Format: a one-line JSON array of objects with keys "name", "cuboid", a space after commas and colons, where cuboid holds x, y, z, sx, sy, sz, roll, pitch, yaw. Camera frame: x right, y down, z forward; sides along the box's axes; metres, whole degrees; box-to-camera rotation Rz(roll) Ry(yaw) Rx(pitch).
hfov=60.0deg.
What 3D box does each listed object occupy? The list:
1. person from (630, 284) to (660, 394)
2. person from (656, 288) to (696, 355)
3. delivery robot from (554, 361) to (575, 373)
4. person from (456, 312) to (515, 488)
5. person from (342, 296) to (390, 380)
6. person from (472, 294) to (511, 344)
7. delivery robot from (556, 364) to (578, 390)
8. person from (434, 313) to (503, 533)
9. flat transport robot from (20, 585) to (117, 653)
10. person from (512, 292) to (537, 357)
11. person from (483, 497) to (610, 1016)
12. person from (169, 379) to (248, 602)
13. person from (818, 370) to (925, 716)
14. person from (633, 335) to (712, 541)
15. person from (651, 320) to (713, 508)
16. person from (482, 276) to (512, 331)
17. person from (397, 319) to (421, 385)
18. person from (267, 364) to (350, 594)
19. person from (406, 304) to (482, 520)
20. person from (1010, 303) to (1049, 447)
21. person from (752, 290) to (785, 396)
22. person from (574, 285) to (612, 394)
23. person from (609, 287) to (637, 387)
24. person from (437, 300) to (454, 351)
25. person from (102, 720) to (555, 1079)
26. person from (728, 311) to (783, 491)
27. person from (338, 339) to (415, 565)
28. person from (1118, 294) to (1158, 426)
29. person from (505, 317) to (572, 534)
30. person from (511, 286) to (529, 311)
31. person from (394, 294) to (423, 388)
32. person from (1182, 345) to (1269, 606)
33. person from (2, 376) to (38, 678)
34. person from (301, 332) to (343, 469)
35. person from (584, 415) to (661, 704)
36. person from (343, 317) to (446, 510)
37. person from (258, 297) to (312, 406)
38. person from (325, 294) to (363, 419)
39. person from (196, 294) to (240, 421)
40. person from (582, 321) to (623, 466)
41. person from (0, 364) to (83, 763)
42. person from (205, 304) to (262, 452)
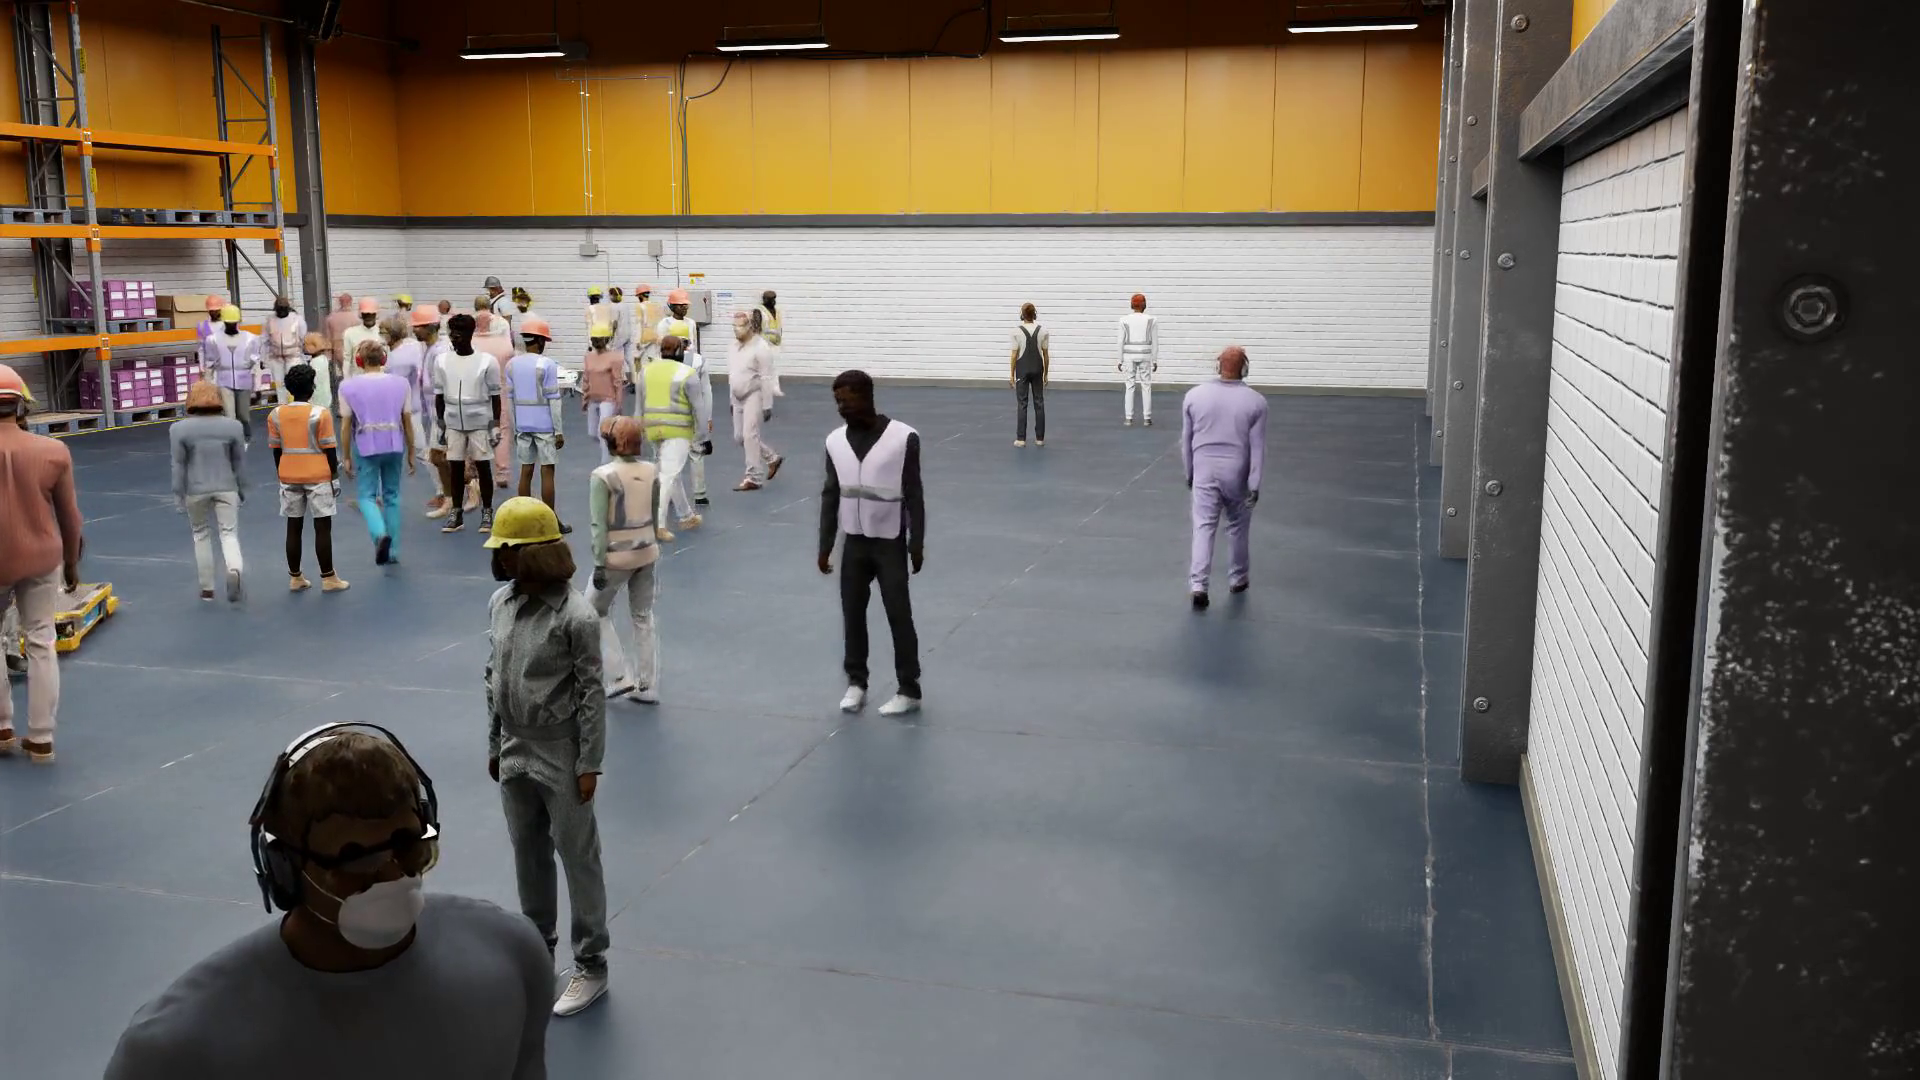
[{"name": "person", "cuboid": [-5.461, -3.466, 28.754, 0.696, 1.902, 0.585, 8, 13, 37]}, {"name": "person", "cuboid": [-3.417, -2.057, 20.389, 0.382, 2.041, 0.616, 7, 12, 34]}, {"name": "delivery robot", "cuboid": [-7.058, -2.864, 28.907, 0.707, 0.478, 0.477, 2, 10, 12]}, {"name": "person", "cuboid": [-5.080, -1.505, 17.792, 0.661, 1.851, 1.030, -5, 11, -28]}, {"name": "person", "cuboid": [-6.866, -1.853, 19.422, 0.635, 1.978, 0.560, -2, 10, -12]}, {"name": "person", "cuboid": [-6.375, -2.377, 22.589, 0.653, 1.911, 0.714, -5, 11, -26]}, {"name": "delivery robot", "cuboid": [-6.842, -2.725, 28.123, 0.707, 0.478, 0.477, 1, 10, 3]}, {"name": "person", "cuboid": [-4.391, -1.040, 14.856, 0.607, 1.963, 0.373, 1, 10, 3]}, {"name": "flat transport robot", "cuboid": [-6.044, 0.499, 10.932, 0.652, 0.197, 1.431, -3, 10, -16]}, {"name": "person", "cuboid": [-6.908, -2.978, 26.201, 0.585, 1.834, 0.554, 5, 11, 26]}, {"name": "person", "cuboid": [-1.400, 0.715, 5.542, 0.492, 1.742, 0.319, 6, 12, 31]}, {"name": "person", "cuboid": [-5.332, -0.333, 11.852, 0.513, 1.618, 0.634, -6, 12, -30]}, {"name": "person", "cuboid": [-0.470, 0.012, 9.163, 0.617, 1.890, 0.423, 5, 11, 27]}, {"name": "person", "cuboid": [-2.543, -0.907, 14.646, 0.678, 1.782, 0.999, 5, 11, 27]}, {"name": "person", "cuboid": [-2.705, -1.223, 16.250, 0.587, 1.837, 0.404, 0, 10, -1]}, {"name": "person", "cuboid": [-8.168, -3.611, 29.199, 0.535, 2.000, 0.687, -8, 13, -39]}, {"name": "person", "cuboid": [-7.285, -2.079, 21.732, 0.495, 1.613, 0.406, -3, 11, -18]}, {"name": "person", "cuboid": [-4.800, -0.443, 12.237, 0.532, 1.696, 0.319, 2, 10, 10]}, {"name": "person", "cuboid": [-4.811, -1.176, 15.475, 0.580, 2.017, 0.667, -5, 11, -28]}, {"name": "person", "cuboid": [0.881, -2.097, 21.198, 0.505, 1.840, 0.346, -2, 10, -10]}, {"name": "person", "cuboid": [-3.331, -3.364, 28.448, 0.680, 1.820, 0.625, 8, 13, 38]}, {"name": "person", "cuboid": [-6.219, -3.389, 28.396, 0.988, 1.879, 0.599, 9, 13, 40]}, {"name": "person", "cuboid": [-6.062, -3.632, 29.895, 0.436, 1.836, 0.574, 3, 10, 14]}, {"name": "person", "cuboid": [-9.049, -3.395, 29.161, 0.518, 1.617, 0.697, 3, 10, 16]}, {"name": "person", "cuboid": [-0.801, 1.189, 2.305, 0.372, 1.940, 0.630, 9, 13, 40]}, {"name": "person", "cuboid": [-2.159, -1.475, 17.551, 0.649, 1.884, 0.683, -9, 13, -41]}, {"name": "person", "cuboid": [-4.603, -0.680, 13.216, 0.567, 1.827, 0.604, -6, 12, -32]}, {"name": "person", "cuboid": [2.535, -2.566, 23.733, 0.574, 1.881, 0.357, 1, 10, 7]}, {"name": "person", "cuboid": [-3.732, -0.998, 14.721, 0.542, 1.929, 0.368, 4, 11, 23]}, {"name": "person", "cuboid": [-7.821, -3.625, 29.870, 0.821, 1.840, 0.532, -2, 10, -10]}, {"name": "person", "cuboid": [-9.444, -3.347, 28.559, 0.541, 1.720, 0.900, 8, 13, 40]}, {"name": "person", "cuboid": [1.888, -0.467, 11.960, 0.634, 1.860, 1.029, 3, 10, 17]}, {"name": "person", "cuboid": [-5.594, -0.070, 9.795, 0.422, 1.809, 0.617, -5, 11, -26]}, {"name": "person", "cuboid": [-7.022, -1.455, 18.133, 0.339, 1.621, 0.510, -2, 10, -11]}, {"name": "person", "cuboid": [-1.881, 0.117, 9.255, 0.423, 1.622, 0.545, 7, 12, 34]}, {"name": "person", "cuboid": [-5.403, -1.217, 16.111, 1.028, 1.891, 0.621, -7, 12, -34]}, {"name": "person", "cuboid": [-9.928, -2.658, 24.464, 0.744, 1.804, 0.587, -2, 10, -9]}, {"name": "person", "cuboid": [-9.067, -2.719, 24.723, 0.663, 1.843, 0.982, 2, 10, 9]}, {"name": "person", "cuboid": [-10.068, -2.390, 22.643, 0.543, 1.914, 0.582, -2, 10, -11]}, {"name": "person", "cuboid": [-3.851, -1.517, 18.161, 0.538, 1.748, 0.618, 7, 12, 34]}, {"name": "person", "cuboid": [-4.751, 0.108, 8.315, 0.659, 1.972, 0.705, -8, 13, -39]}, {"name": "person", "cuboid": [-8.652, -1.874, 19.839, 0.601, 1.894, 0.835, -4, 11, -24]}]
